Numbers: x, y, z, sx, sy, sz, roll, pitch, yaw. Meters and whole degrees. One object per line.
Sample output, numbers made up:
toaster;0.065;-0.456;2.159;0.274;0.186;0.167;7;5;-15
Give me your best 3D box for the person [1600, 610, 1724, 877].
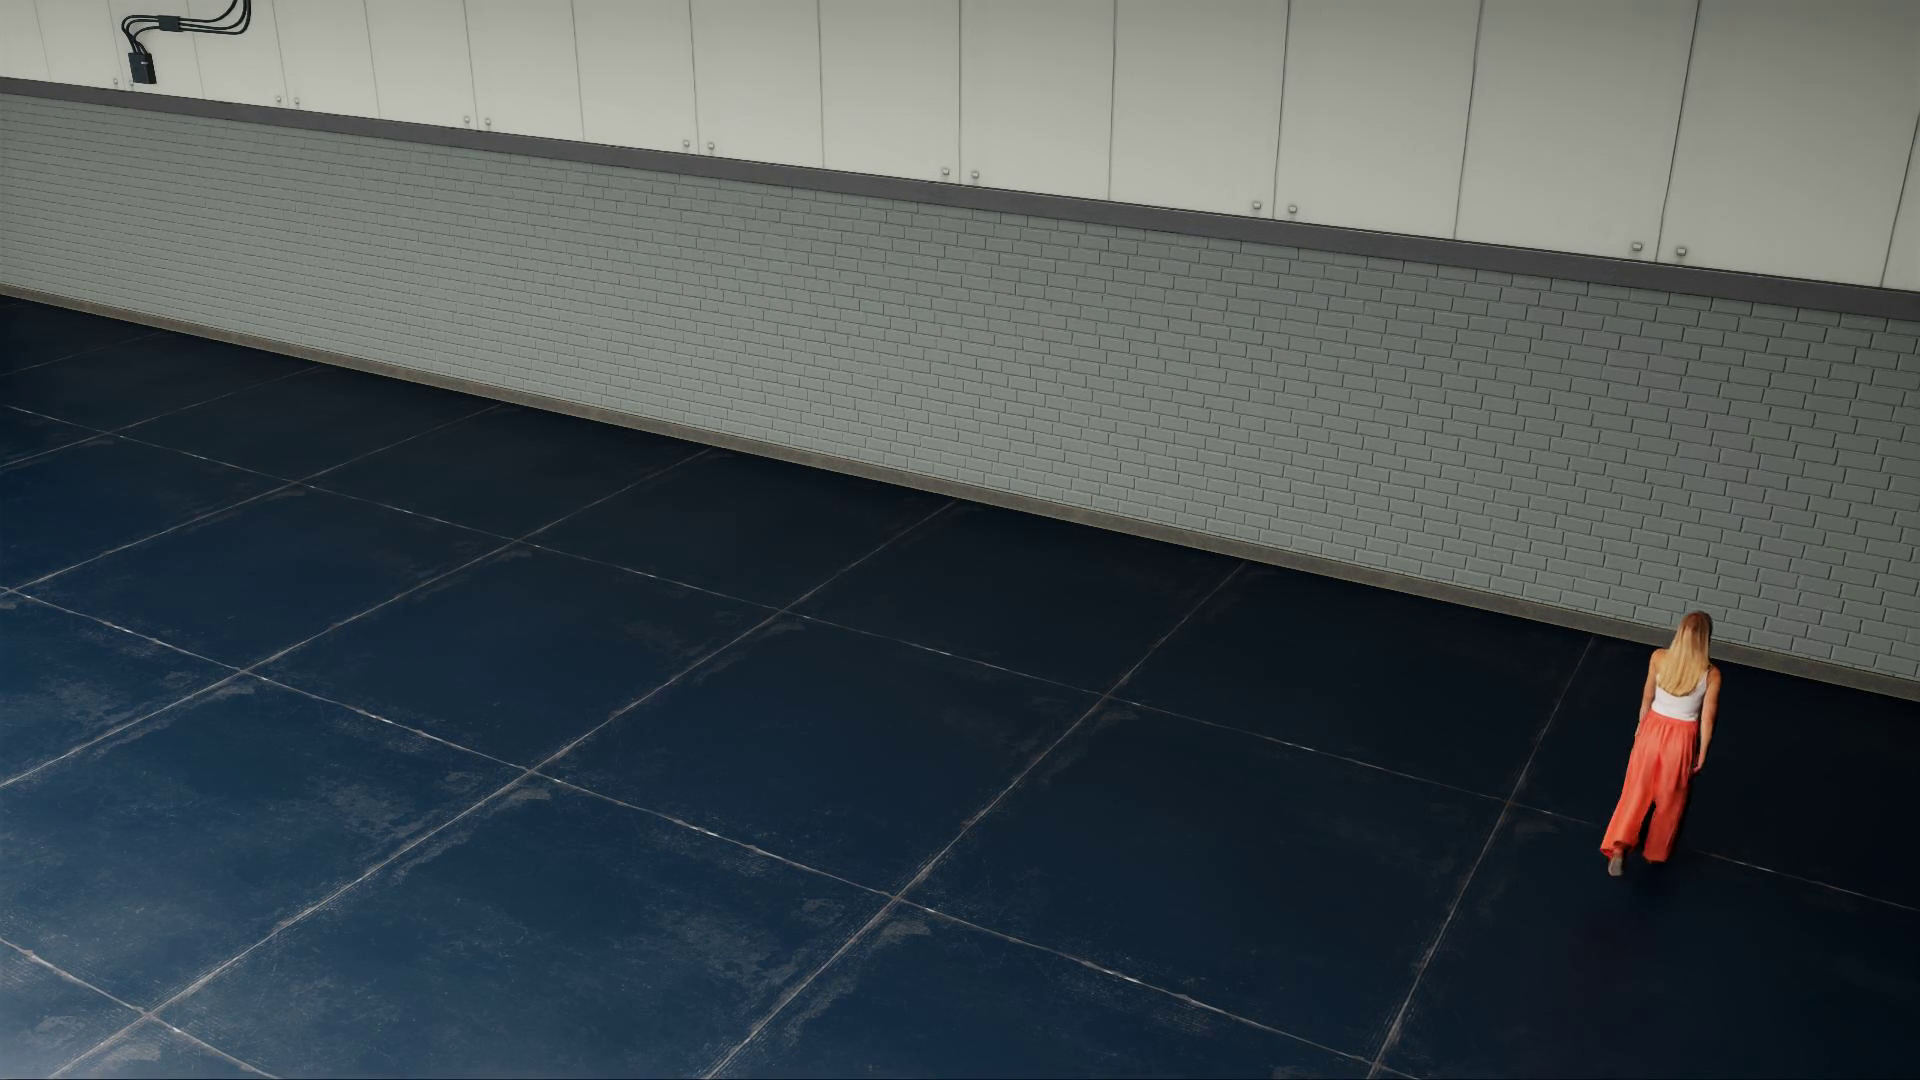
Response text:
person;4.243;1.277;10.076;0.778;1.783;1.075;21;31;40
